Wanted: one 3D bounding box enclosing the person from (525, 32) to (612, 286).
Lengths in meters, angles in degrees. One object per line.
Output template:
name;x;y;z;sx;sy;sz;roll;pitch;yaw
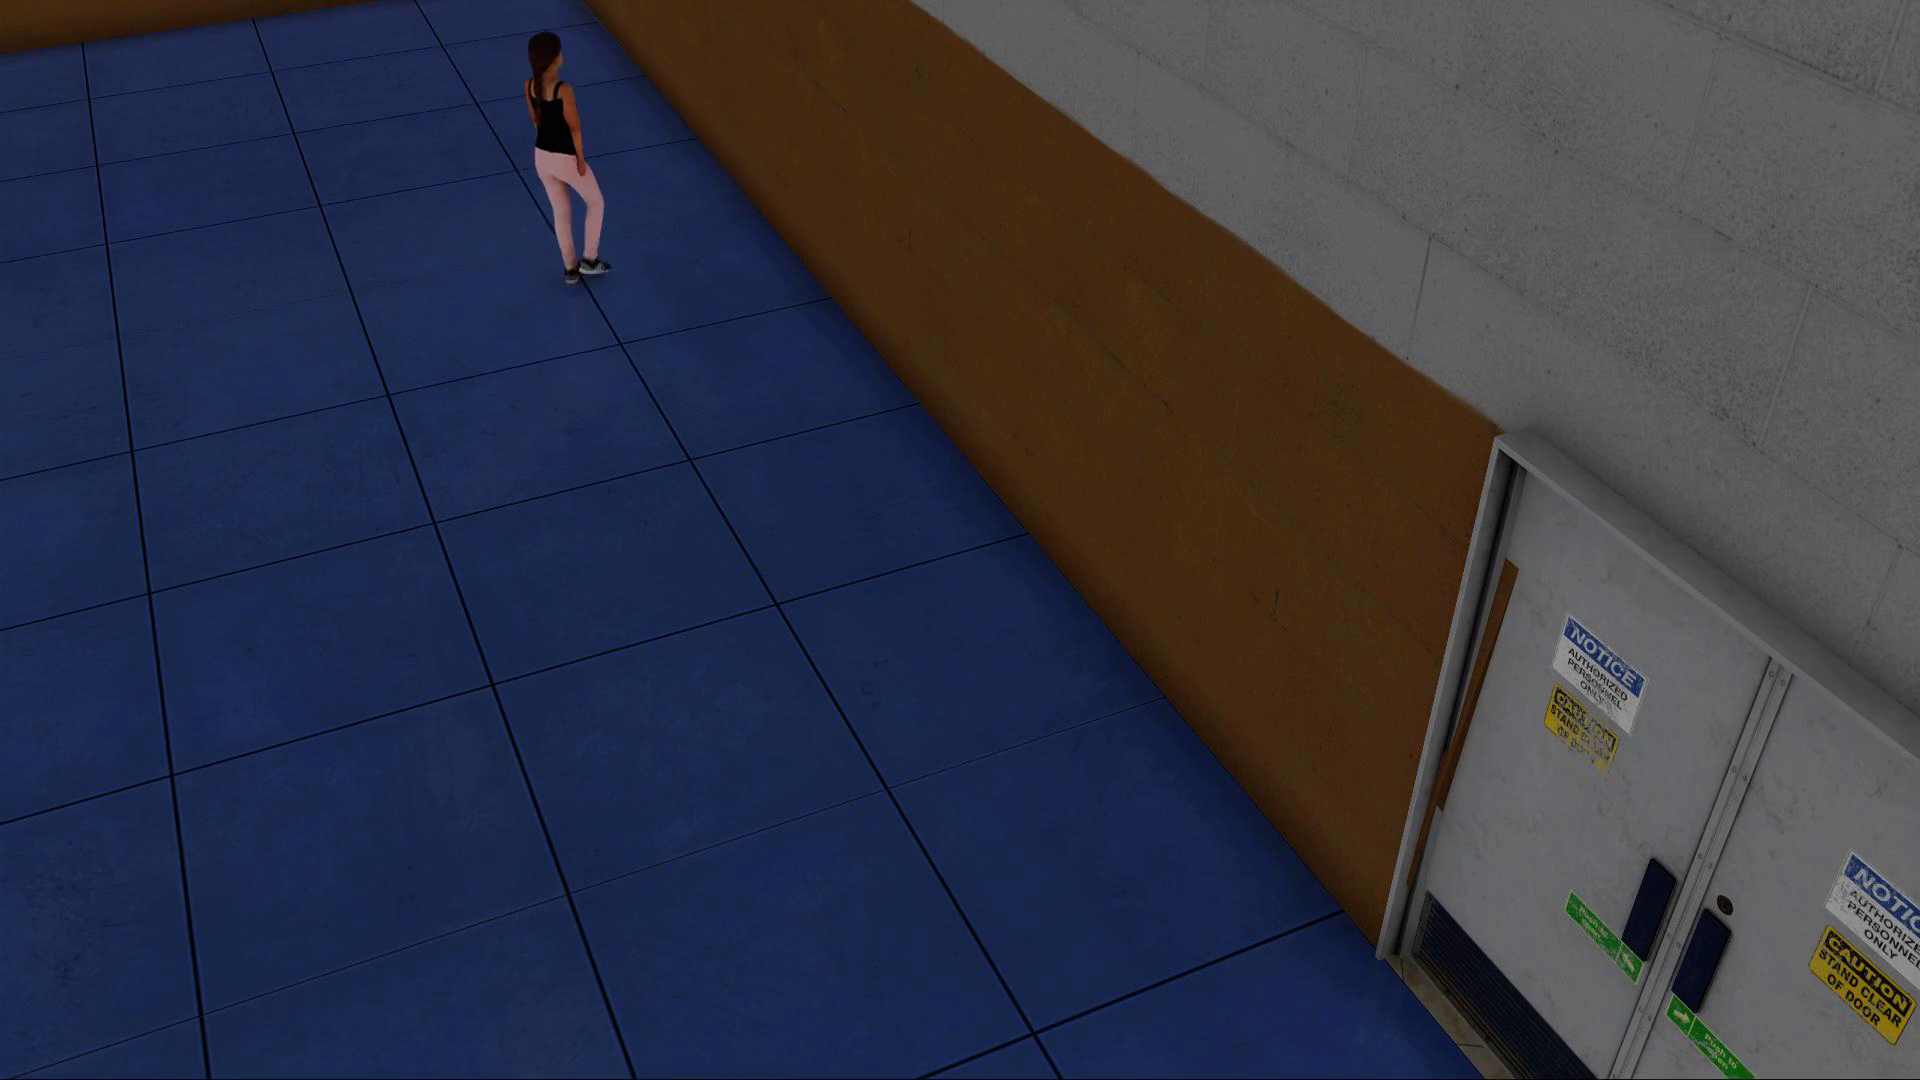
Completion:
person;-2.404;-2.229;9.895;0.638;1.556;0.700;12;38;15
